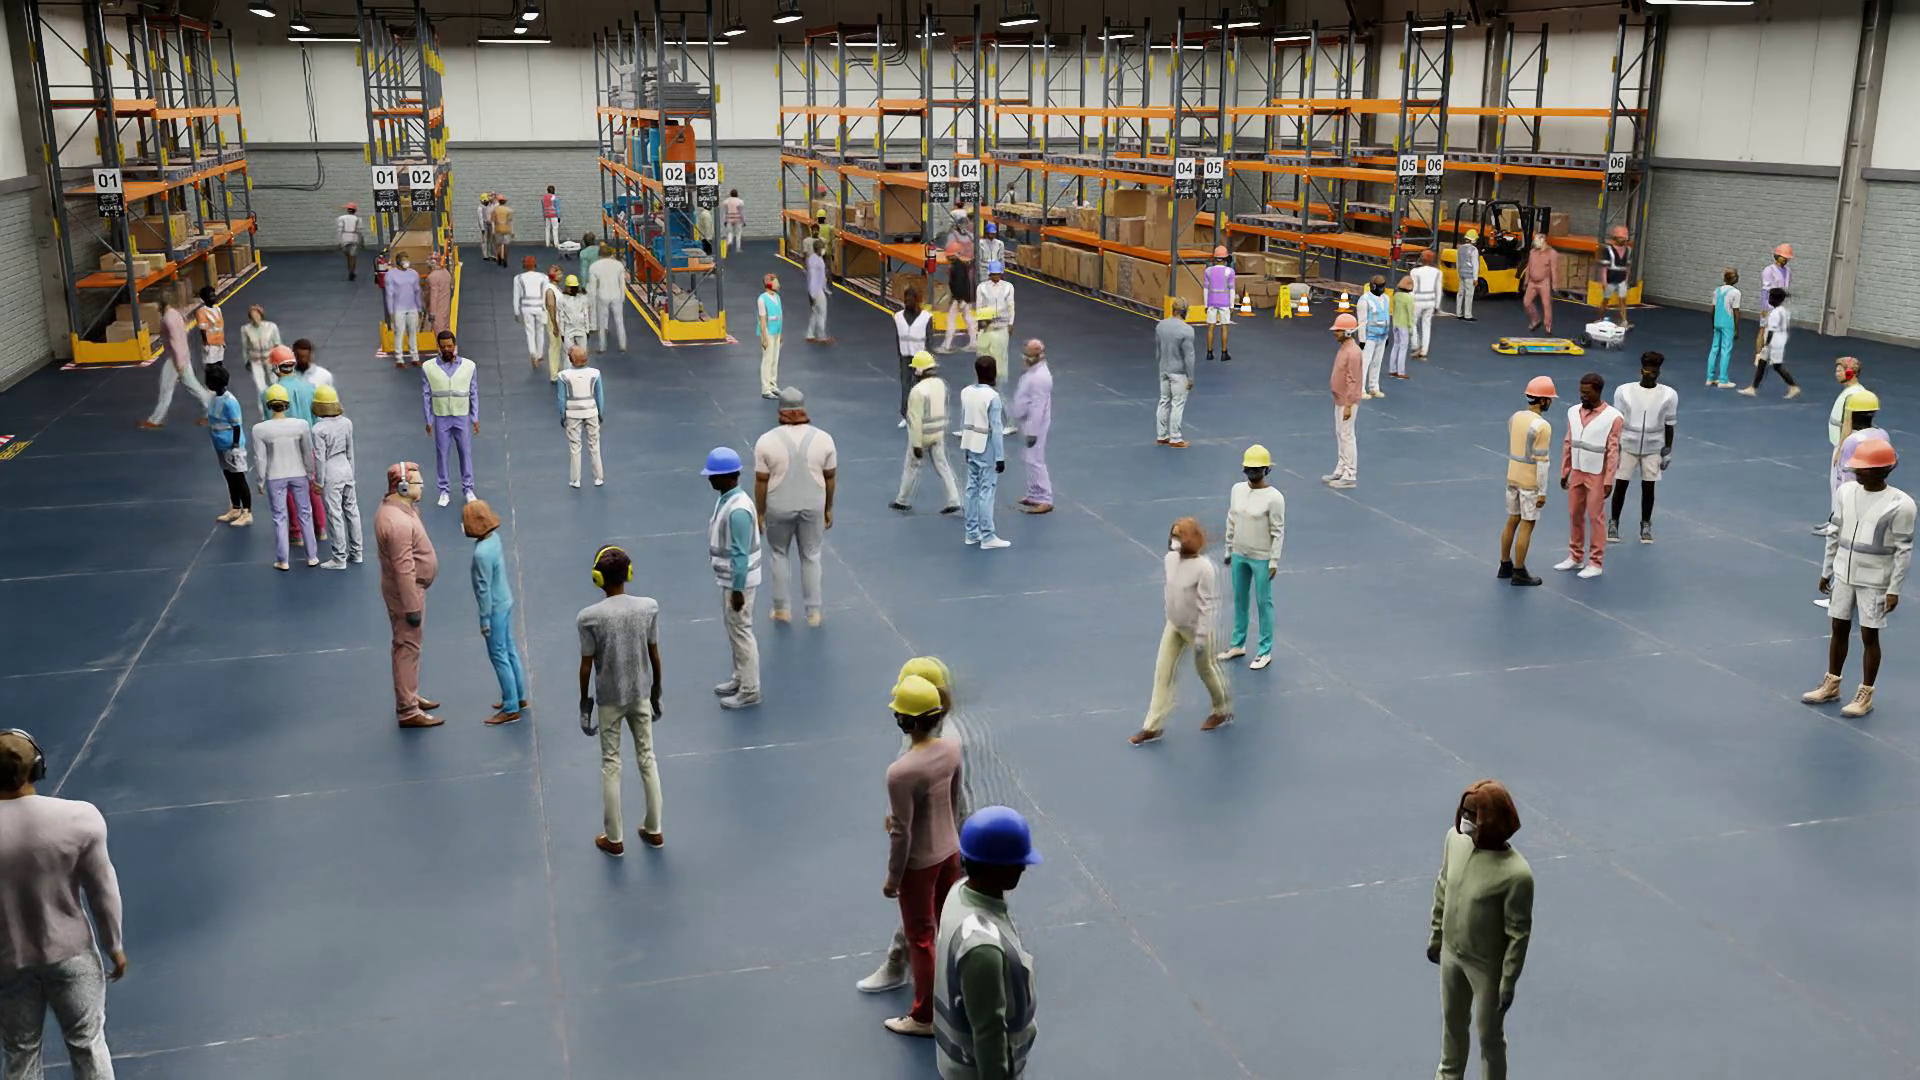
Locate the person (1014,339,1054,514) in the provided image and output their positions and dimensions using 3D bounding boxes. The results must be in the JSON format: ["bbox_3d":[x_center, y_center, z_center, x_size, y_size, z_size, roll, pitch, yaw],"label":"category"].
[{"bbox_3d":[0.792,-1.232,17.891,0.428,1.882,0.736,-1,15,-2],"label":"person"}]

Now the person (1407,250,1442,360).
[{"bbox_3d":[7.887,-4.014,28.374,0.600,1.862,0.580,-1,15,-4],"label":"person"}]

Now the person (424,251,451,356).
[{"bbox_3d":[-8.643,-3.810,27.523,0.411,1.913,0.643,1,15,4],"label":"person"}]

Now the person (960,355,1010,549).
[{"bbox_3d":[0.221,-0.872,16.451,0.393,1.920,0.587,-10,18,-34],"label":"person"}]

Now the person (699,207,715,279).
[{"bbox_3d":[-6.268,-7.469,41.187,0.489,1.978,0.694,-6,16,-20],"label":"person"}]

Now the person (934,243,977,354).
[{"bbox_3d":[-0.074,-4.200,28.976,0.872,1.925,0.634,0,15,0],"label":"person"}]

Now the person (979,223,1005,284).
[{"bbox_3d":[0.605,-5.400,33.466,0.599,1.939,0.411,-2,15,-9],"label":"person"}]

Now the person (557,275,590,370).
[{"bbox_3d":[-5.925,-3.206,25.589,0.484,1.738,0.320,-10,18,-34],"label":"person"}]

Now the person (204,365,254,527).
[{"bbox_3d":[-7.610,-0.979,17.289,0.320,1.691,0.537,-14,20,-42],"label":"person"}]

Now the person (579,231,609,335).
[{"bbox_3d":[-6.908,-4.840,31.371,0.369,1.930,0.627,10,18,34],"label":"person"}]

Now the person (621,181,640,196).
[{"bbox_3d":[-9.733,-9.638,49.307,0.608,1.987,0.391,-7,16,-23],"label":"person"}]

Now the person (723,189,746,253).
[{"bbox_3d":[-6.475,-9.190,47.920,0.654,1.826,0.447,2,15,9],"label":"person"}]

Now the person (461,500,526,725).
[{"bbox_3d":[-3.332,0.506,11.849,0.325,1.623,0.510,-1,15,-5],"label":"person"}]

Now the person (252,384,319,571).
[{"bbox_3d":[-6.351,-0.586,15.667,0.523,1.769,0.314,-8,17,-29],"label":"person"}]

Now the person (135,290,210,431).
[{"bbox_3d":[-10.578,-2.422,22.362,1.041,1.881,0.656,-5,16,-18],"label":"person"}]

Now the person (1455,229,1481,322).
[{"bbox_3d":[10.135,-5.259,33.126,0.404,1.832,0.599,-6,16,-20],"label":"person"}]

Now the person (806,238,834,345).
[{"bbox_3d":[-2.549,-4.476,30.023,0.439,1.934,0.645,0,15,0],"label":"person"}]

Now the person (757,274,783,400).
[{"bbox_3d":[-2.816,-3.024,24.681,0.377,1.847,0.569,5,16,17],"label":"person"}]

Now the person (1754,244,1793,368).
[{"bbox_3d":[13.486,-3.868,27.503,0.605,2.036,0.393,-9,17,-29],"label":"person"}]

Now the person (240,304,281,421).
[{"bbox_3d":[-9.664,-2.485,23.095,0.532,1.615,0.575,-4,15,-15],"label":"person"}]

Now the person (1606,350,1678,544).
[{"bbox_3d":[6.785,-0.924,16.581,0.603,1.957,0.381,5,16,18],"label":"person"}]

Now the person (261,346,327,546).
[{"bbox_3d":[-6.639,-0.937,16.551,0.395,1.994,0.612,10,18,33],"label":"person"}]

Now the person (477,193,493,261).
[{"bbox_3d":[-12.971,-8.567,45.573,0.404,1.833,0.588,2,15,7],"label":"person"}]

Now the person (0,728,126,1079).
[{"bbox_3d":[-3.743,1.691,6.770,0.635,1.936,0.355,-6,16,-20],"label":"person"}]

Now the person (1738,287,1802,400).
[{"bbox_3d":[12.094,-2.905,24.596,0.845,1.661,0.535,10,18,32],"label":"person"}]

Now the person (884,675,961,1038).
[{"bbox_3d":[-0.185,1.490,7.857,0.328,1.769,0.526,10,18,34],"label":"person"}]

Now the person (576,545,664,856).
[{"bbox_3d":[-1.980,0.941,9.745,0.515,1.861,0.328,-8,17,-28],"label":"person"}]

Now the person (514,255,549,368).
[{"bbox_3d":[-7.085,-3.795,27.602,0.588,1.855,0.893,-5,16,-18],"label":"person"}]

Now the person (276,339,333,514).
[{"bbox_3d":[-6.977,-1.205,17.745,0.636,1.897,0.458,-1,15,-3],"label":"person"}]

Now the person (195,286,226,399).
[{"bbox_3d":[-10.969,-2.879,24.432,0.317,1.696,0.538,1,15,4],"label":"person"}]

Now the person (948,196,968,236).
[{"bbox_3d":[-0.024,-7.894,42.891,0.575,1.904,0.862,-3,15,-11],"label":"person"}]

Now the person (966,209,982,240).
[{"bbox_3d":[0.277,-7.205,40.628,0.529,1.744,0.578,-3,15,-13],"label":"person"}]

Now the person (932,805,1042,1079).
[{"bbox_3d":[0.096,1.880,6.043,0.389,1.946,0.603,-2,15,-7],"label":"person"}]

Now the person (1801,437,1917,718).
[{"bbox_3d":[6.452,0.266,11.936,0.388,2.039,0.615,-7,16,-25],"label":"person"}]

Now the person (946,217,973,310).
[{"bbox_3d":[0.039,-5.797,34.749,0.695,2.000,1.029,-4,16,-16],"label":"person"}]

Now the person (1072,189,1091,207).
[{"bbox_3d":[3.331,-8.785,46.211,0.585,1.929,0.370,8,17,28],"label":"person"}]

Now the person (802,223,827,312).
[{"bbox_3d":[-3.034,-5.689,34.715,0.543,1.848,0.399,-3,15,-10],"label":"person"}]

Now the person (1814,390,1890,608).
[{"bbox_3d":[7.755,-0.341,14.441,0.594,1.923,0.372,-10,18,-33],"label":"person"}]

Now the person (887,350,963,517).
[{"bbox_3d":[-0.345,-1.127,17.678,0.930,1.791,0.603,11,18,35],"label":"person"}]
